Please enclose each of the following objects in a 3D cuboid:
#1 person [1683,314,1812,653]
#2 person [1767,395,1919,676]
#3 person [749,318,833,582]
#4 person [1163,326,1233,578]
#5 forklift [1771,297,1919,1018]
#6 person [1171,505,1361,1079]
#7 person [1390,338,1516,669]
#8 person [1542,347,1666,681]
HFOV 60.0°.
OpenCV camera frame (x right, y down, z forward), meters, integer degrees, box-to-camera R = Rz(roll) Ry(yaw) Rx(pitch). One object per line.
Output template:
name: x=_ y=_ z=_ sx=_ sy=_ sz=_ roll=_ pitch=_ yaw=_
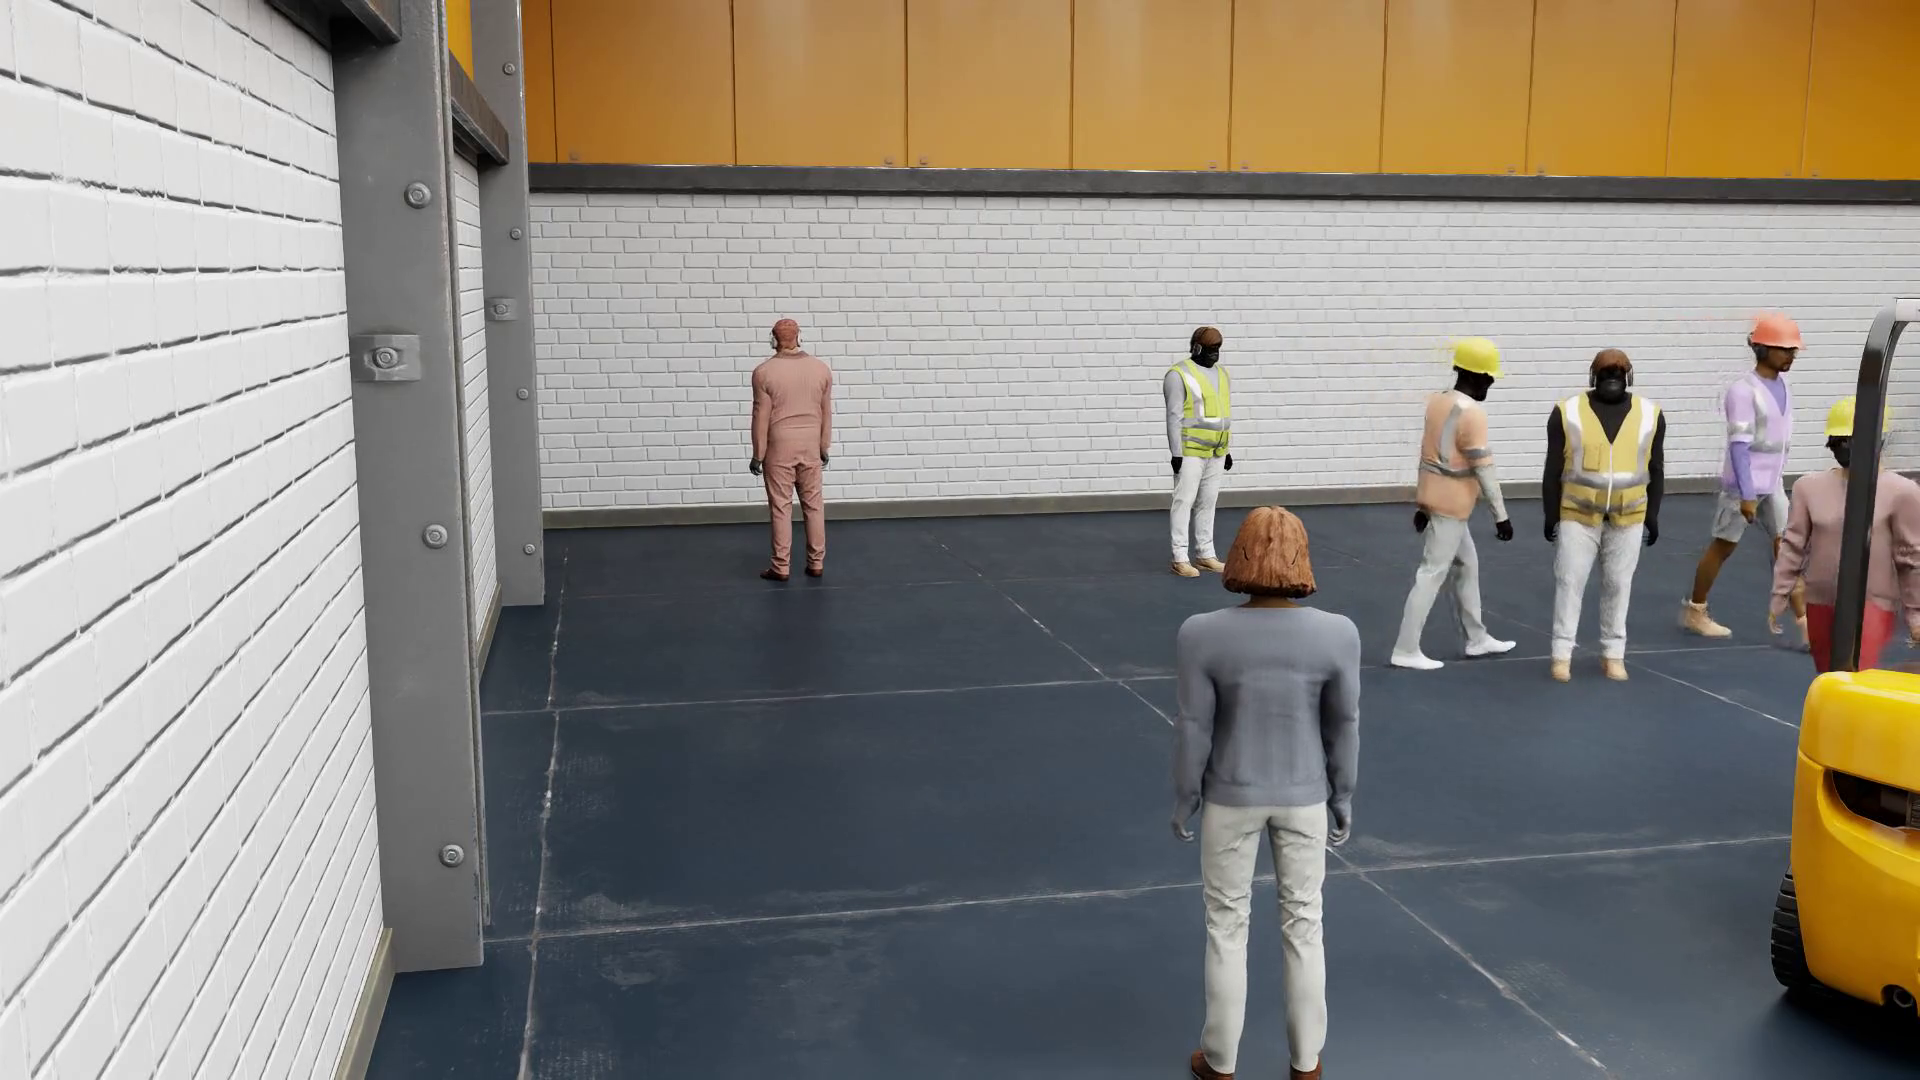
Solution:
person: x=4.783 y=-0.328 z=9.825 sx=0.640 sy=1.983 sz=1.055 roll=-6 pitch=11 yaw=-32
person: x=3.576 y=0.286 z=6.812 sx=0.742 sy=1.737 sz=0.555 roll=-6 pitch=11 yaw=-34
person: x=-1.237 y=-0.650 z=12.072 sx=0.639 sy=1.902 sz=0.406 roll=-6 pitch=11 yaw=-31
person: x=1.785 y=-0.653 z=12.276 sx=0.621 sy=1.840 sz=0.429 roll=-7 pitch=12 yaw=-38
forklift: x=3.542 y=0.334 z=5.177 sx=2.313 sy=2.155 sz=1.214 roll=-9 pitch=13 yaw=-43
person: x=0.826 y=0.719 z=4.531 sx=0.507 sy=1.632 sz=0.273 roll=0 pitch=9 yaw=0
person: x=2.850 y=-0.190 z=9.355 sx=0.905 sy=1.871 sz=0.596 roll=-1 pitch=9 yaw=-3
person: x=3.514 y=-0.135 z=9.116 sx=0.632 sy=1.842 sz=0.429 roll=2 pitch=10 yaw=12
